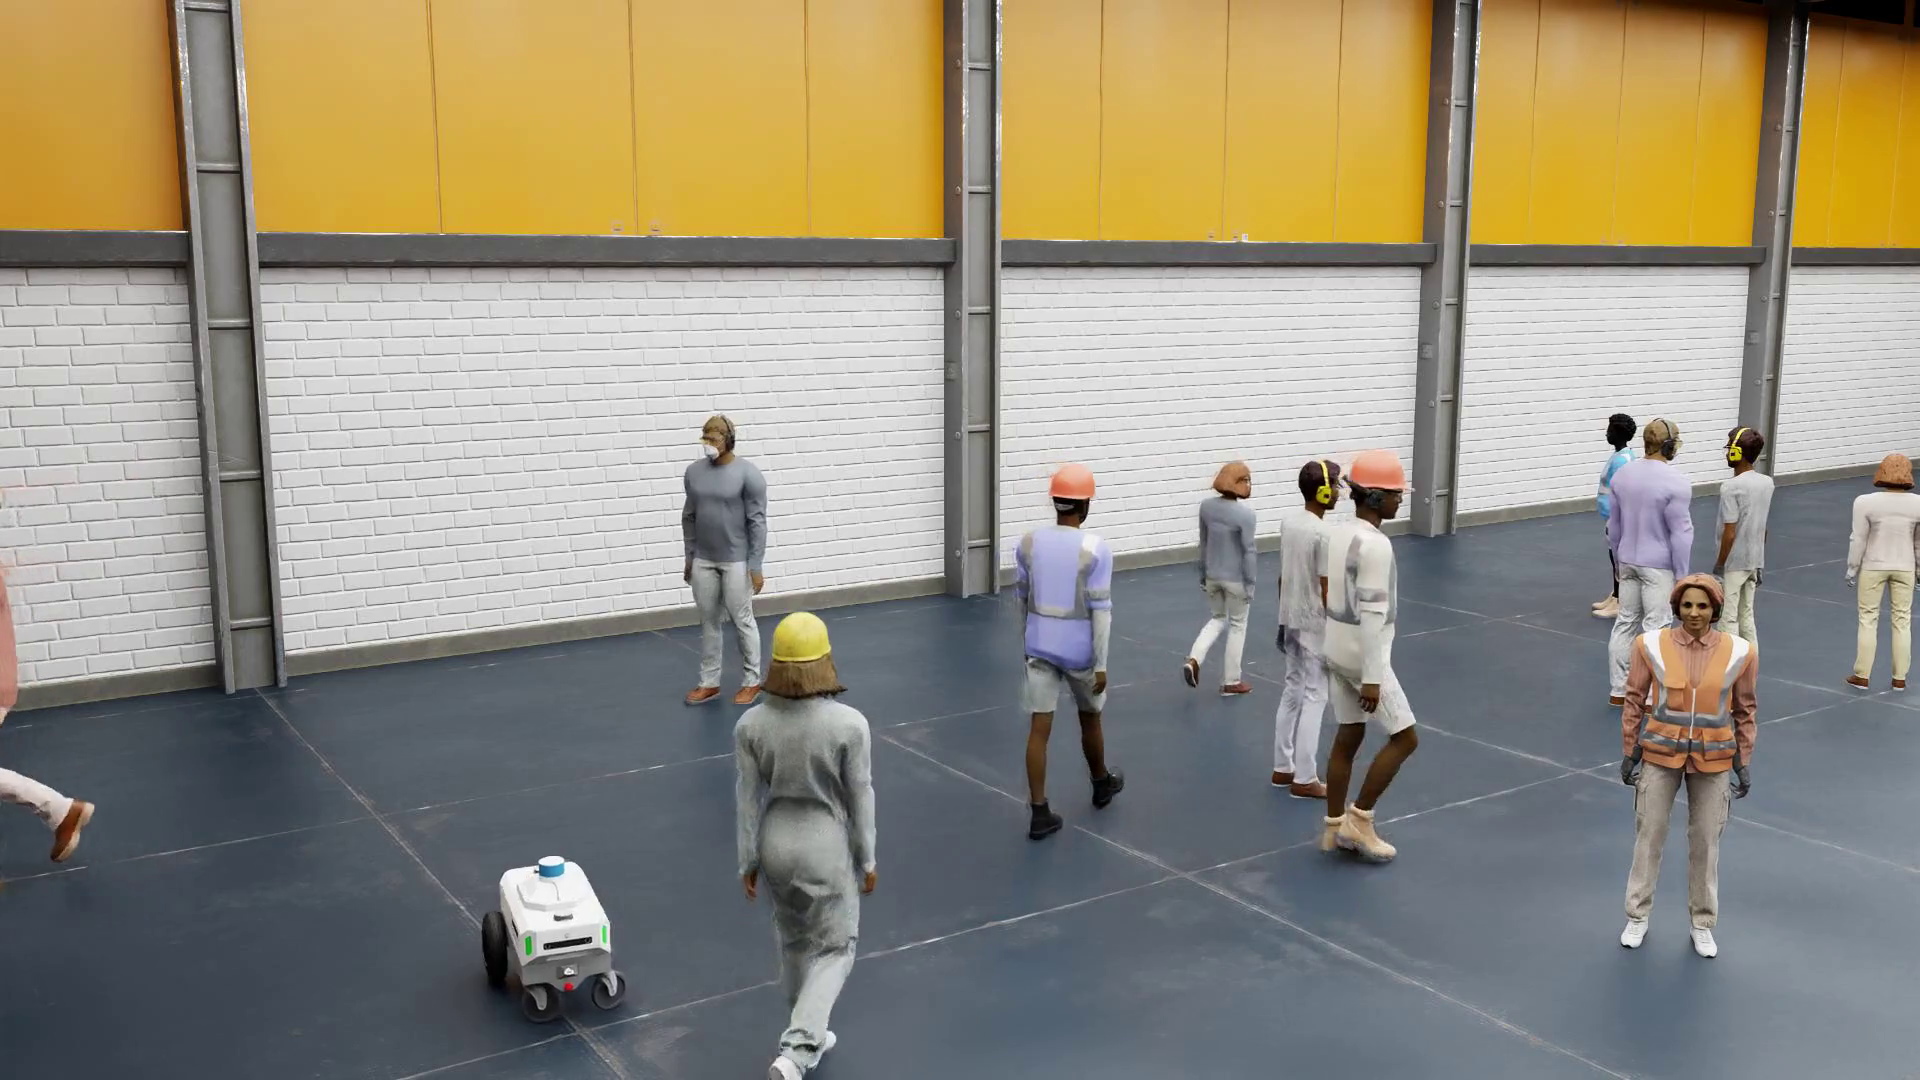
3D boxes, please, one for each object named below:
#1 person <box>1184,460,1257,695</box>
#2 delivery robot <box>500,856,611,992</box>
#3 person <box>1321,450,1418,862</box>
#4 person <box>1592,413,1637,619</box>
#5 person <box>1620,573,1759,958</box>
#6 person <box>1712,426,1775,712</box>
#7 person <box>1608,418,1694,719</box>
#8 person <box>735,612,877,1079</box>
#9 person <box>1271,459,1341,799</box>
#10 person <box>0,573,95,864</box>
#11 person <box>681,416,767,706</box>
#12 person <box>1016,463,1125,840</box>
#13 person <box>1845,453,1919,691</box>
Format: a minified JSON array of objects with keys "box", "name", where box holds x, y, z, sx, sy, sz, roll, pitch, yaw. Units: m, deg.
[{"box":[1.769,0.266,11.178,0.452,1.613,0.513,-8,12,-39],"name":"person"},{"box":[-1.617,1.505,6.623,0.477,0.478,0.707,-4,10,-22],"name":"delivery robot"},{"box":[2.001,0.574,8.084,0.500,2.026,0.652,-1,9,-6],"name":"person"},{"box":[5.424,-0.199,13.745,0.319,1.696,0.532,4,10,23],"name":"person"},{"box":[3.067,0.943,7.031,0.523,1.639,0.309,3,10,20],"name":"person"},{"box":[5.065,0.191,10.873,0.532,1.871,0.321,-6,11,-34],"name":"person"},{"box":[4.451,0.180,10.730,0.370,1.940,0.630,-4,10,-24],"name":"person"},{"box":[-0.554,1.108,5.779,0.491,1.722,0.715,3,10,17],"name":"person"},{"box":[1.907,0.481,9.149,0.324,1.868,0.550,-4,10,-21],"name":"person"},{"box":[-4.422,0.685,7.591,0.692,1.971,0.625,-8,12,-41],"name":"person"},{"box":[-1.559,0.143,11.001,0.651,1.934,0.489,5,11,26],"name":"person"},{"box":[0.583,0.543,8.657,0.566,1.893,0.948,5,11,27],"name":"person"},{"box":[6.350,0.221,11.398,0.508,1.632,0.271,2,10,13],"name":"person"}]
